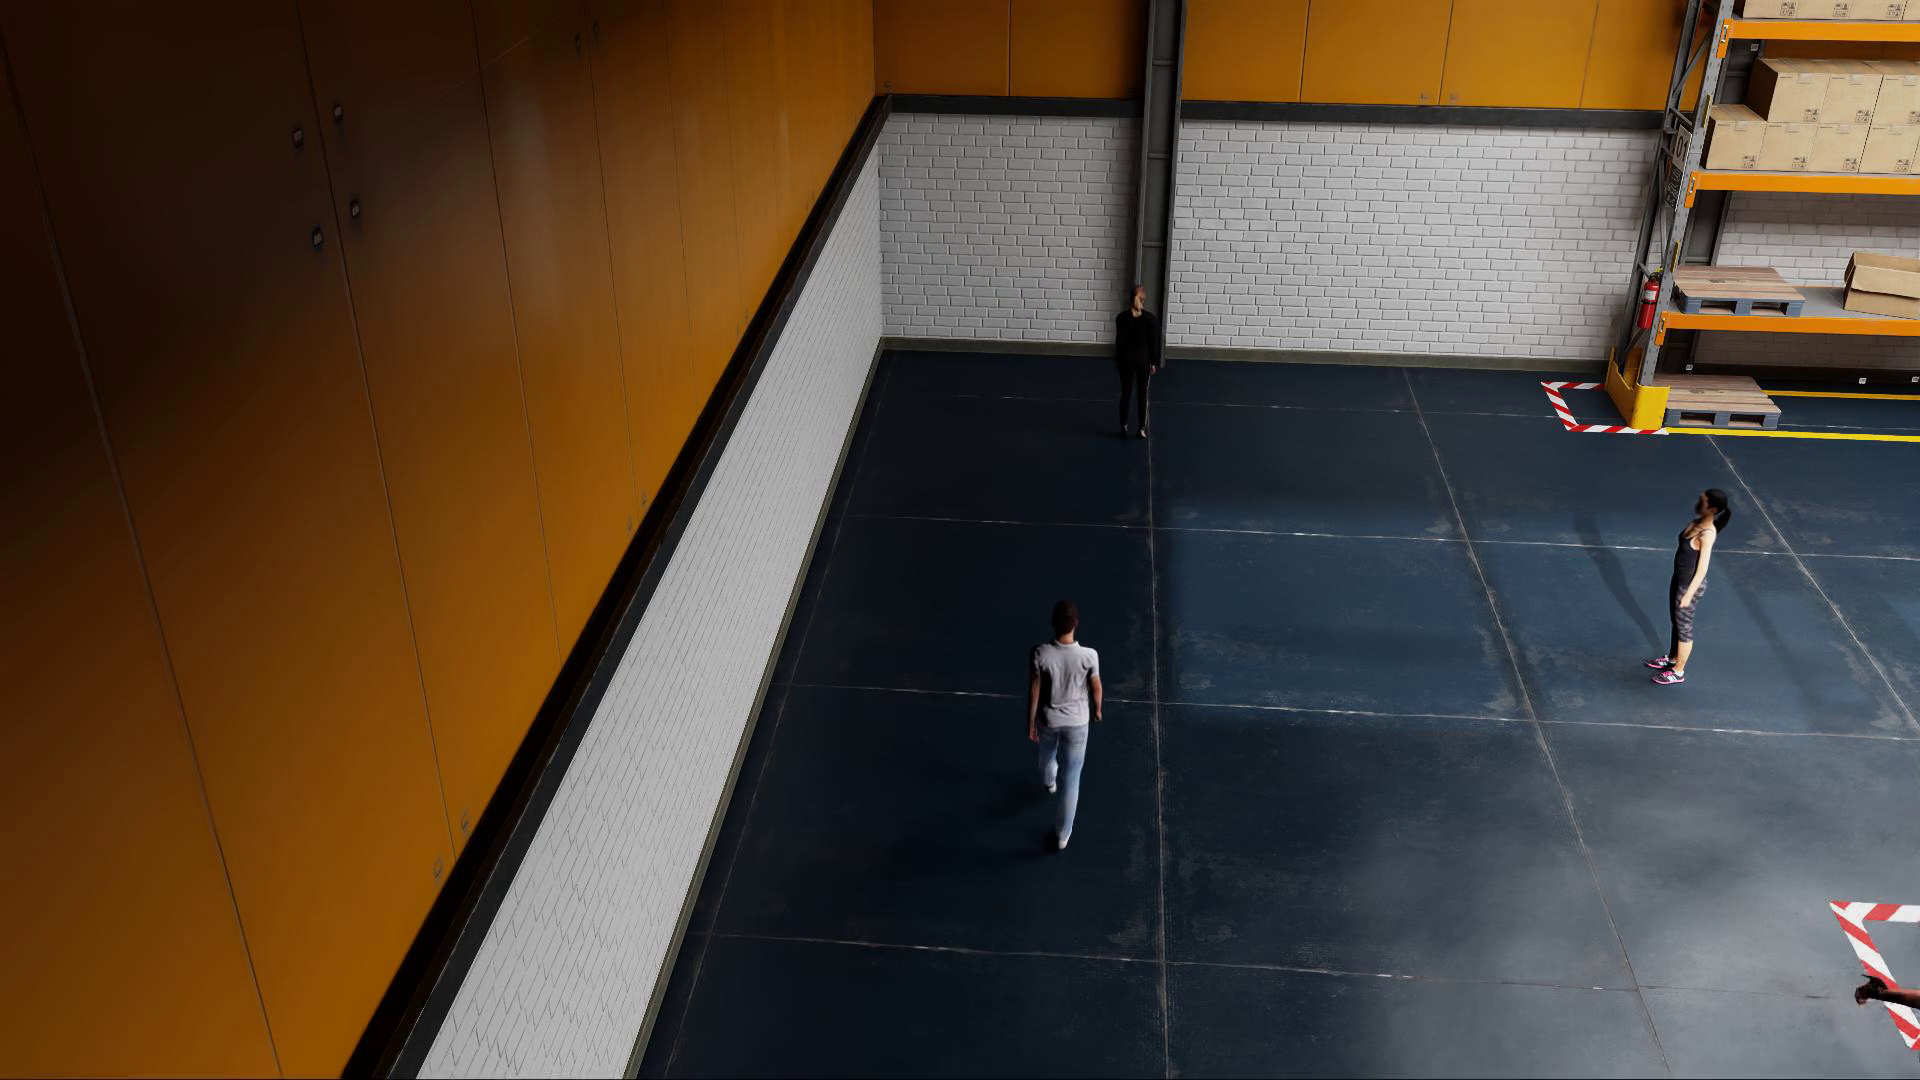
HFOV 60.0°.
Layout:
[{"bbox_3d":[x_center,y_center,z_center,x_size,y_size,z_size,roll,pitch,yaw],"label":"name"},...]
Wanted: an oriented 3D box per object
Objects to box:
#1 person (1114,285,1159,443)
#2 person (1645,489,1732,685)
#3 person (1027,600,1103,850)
[{"bbox_3d":[1.834,-1.847,17.446,0.489,1.706,0.687,5,29,9],"label":"person"},{"bbox_3d":[5.873,0.360,13.376,0.560,1.729,0.566,5,29,9],"label":"person"},{"bbox_3d":[0.713,1.321,11.524,1.056,1.814,0.787,6,29,10],"label":"person"}]
